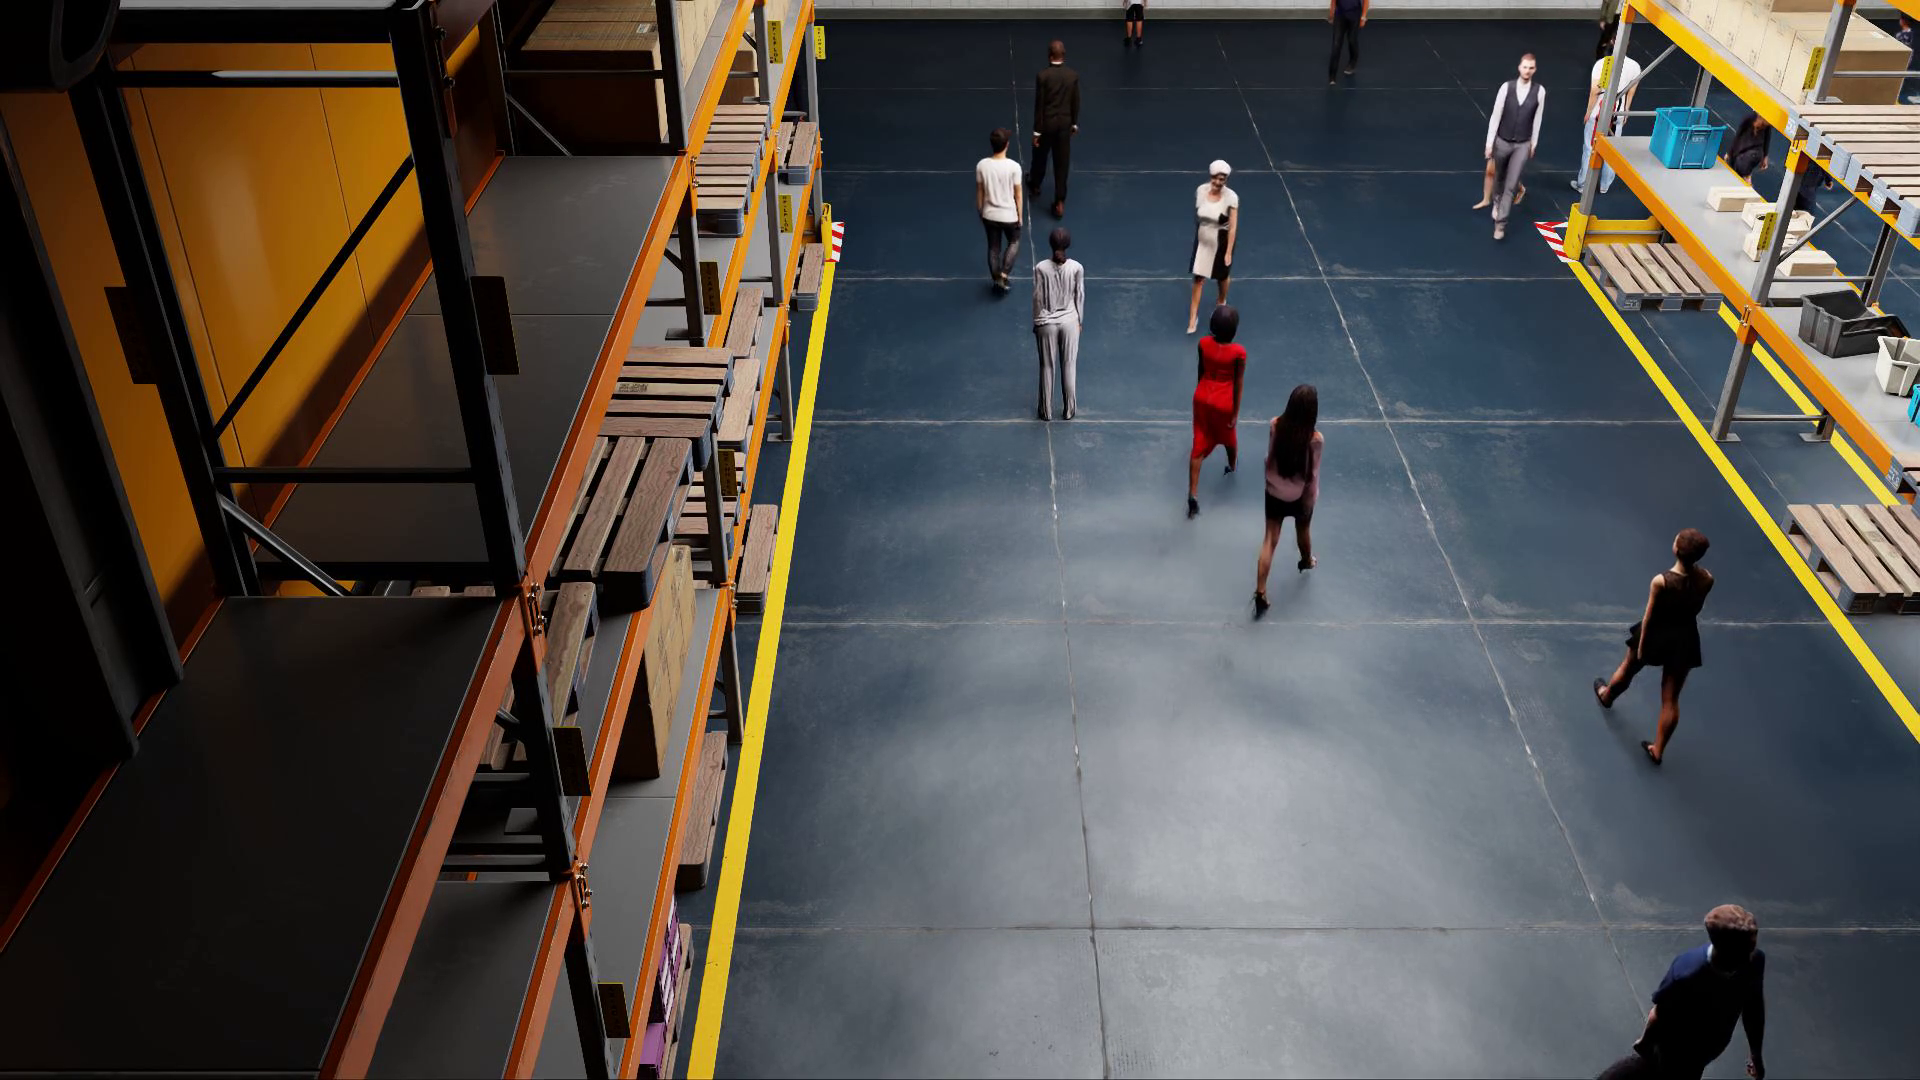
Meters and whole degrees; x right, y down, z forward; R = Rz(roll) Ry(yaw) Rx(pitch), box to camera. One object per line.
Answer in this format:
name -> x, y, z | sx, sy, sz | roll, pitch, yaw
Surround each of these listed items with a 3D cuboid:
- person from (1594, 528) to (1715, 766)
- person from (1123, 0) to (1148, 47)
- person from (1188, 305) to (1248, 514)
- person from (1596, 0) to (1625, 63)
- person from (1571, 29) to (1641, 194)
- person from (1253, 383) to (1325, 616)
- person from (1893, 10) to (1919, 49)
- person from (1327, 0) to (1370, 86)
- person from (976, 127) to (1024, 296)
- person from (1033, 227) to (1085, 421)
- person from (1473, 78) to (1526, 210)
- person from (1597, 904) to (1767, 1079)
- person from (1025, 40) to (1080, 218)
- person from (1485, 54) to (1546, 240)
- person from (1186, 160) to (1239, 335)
person -> 4.536, 0.704, 10.593 | 0.569, 1.641, 1.005 | 0, 34, -1
person -> 2.467, -7.625, 23.469 | 0.493, 1.258, 0.467 | 1, 34, 2
person -> 1.966, -0.996, 13.093 | 0.903, 1.705, 1.159 | 16, 37, 22
person -> 8.754, -7.019, 22.372 | 0.580, 1.464, 0.540 | -1, 34, -1
person -> 7.277, -4.814, 18.697 | 0.669, 1.860, 0.552 | 1, 34, 2
person -> 2.300, -0.242, 11.899 | 1.014, 1.771, 1.152 | 22, 39, 29
person -> 12.040, -6.160, 21.285 | 0.627, 1.236, 0.731 | -13, 36, -19
person -> 5.166, -6.960, 22.030 | 0.979, 1.745, 1.243 | 15, 36, 21
person -> 0.378, -3.206, 16.406 | 0.718, 1.717, 0.705 | 10, 35, 15
person -> 0.842, -1.852, 14.319 | 0.580, 1.773, 0.517 | 1, 34, 2
person -> 6.076, -4.344, 18.279 | 0.869, 1.540, 0.823 | -12, 35, -17
person -> 3.418, 2.350, 7.956 | 1.007, 1.818, 1.291 | -14, 36, -20
person -> 1.058, -4.442, 18.135 | 0.942, 1.861, 1.254 | -9, 35, -13
person -> 5.926, -4.277, 17.859 | 0.946, 1.892, 1.291 | 10, 35, 15
person -> 2.447, -2.833, 15.850 | 0.953, 1.712, 1.107 | 23, 40, 30
